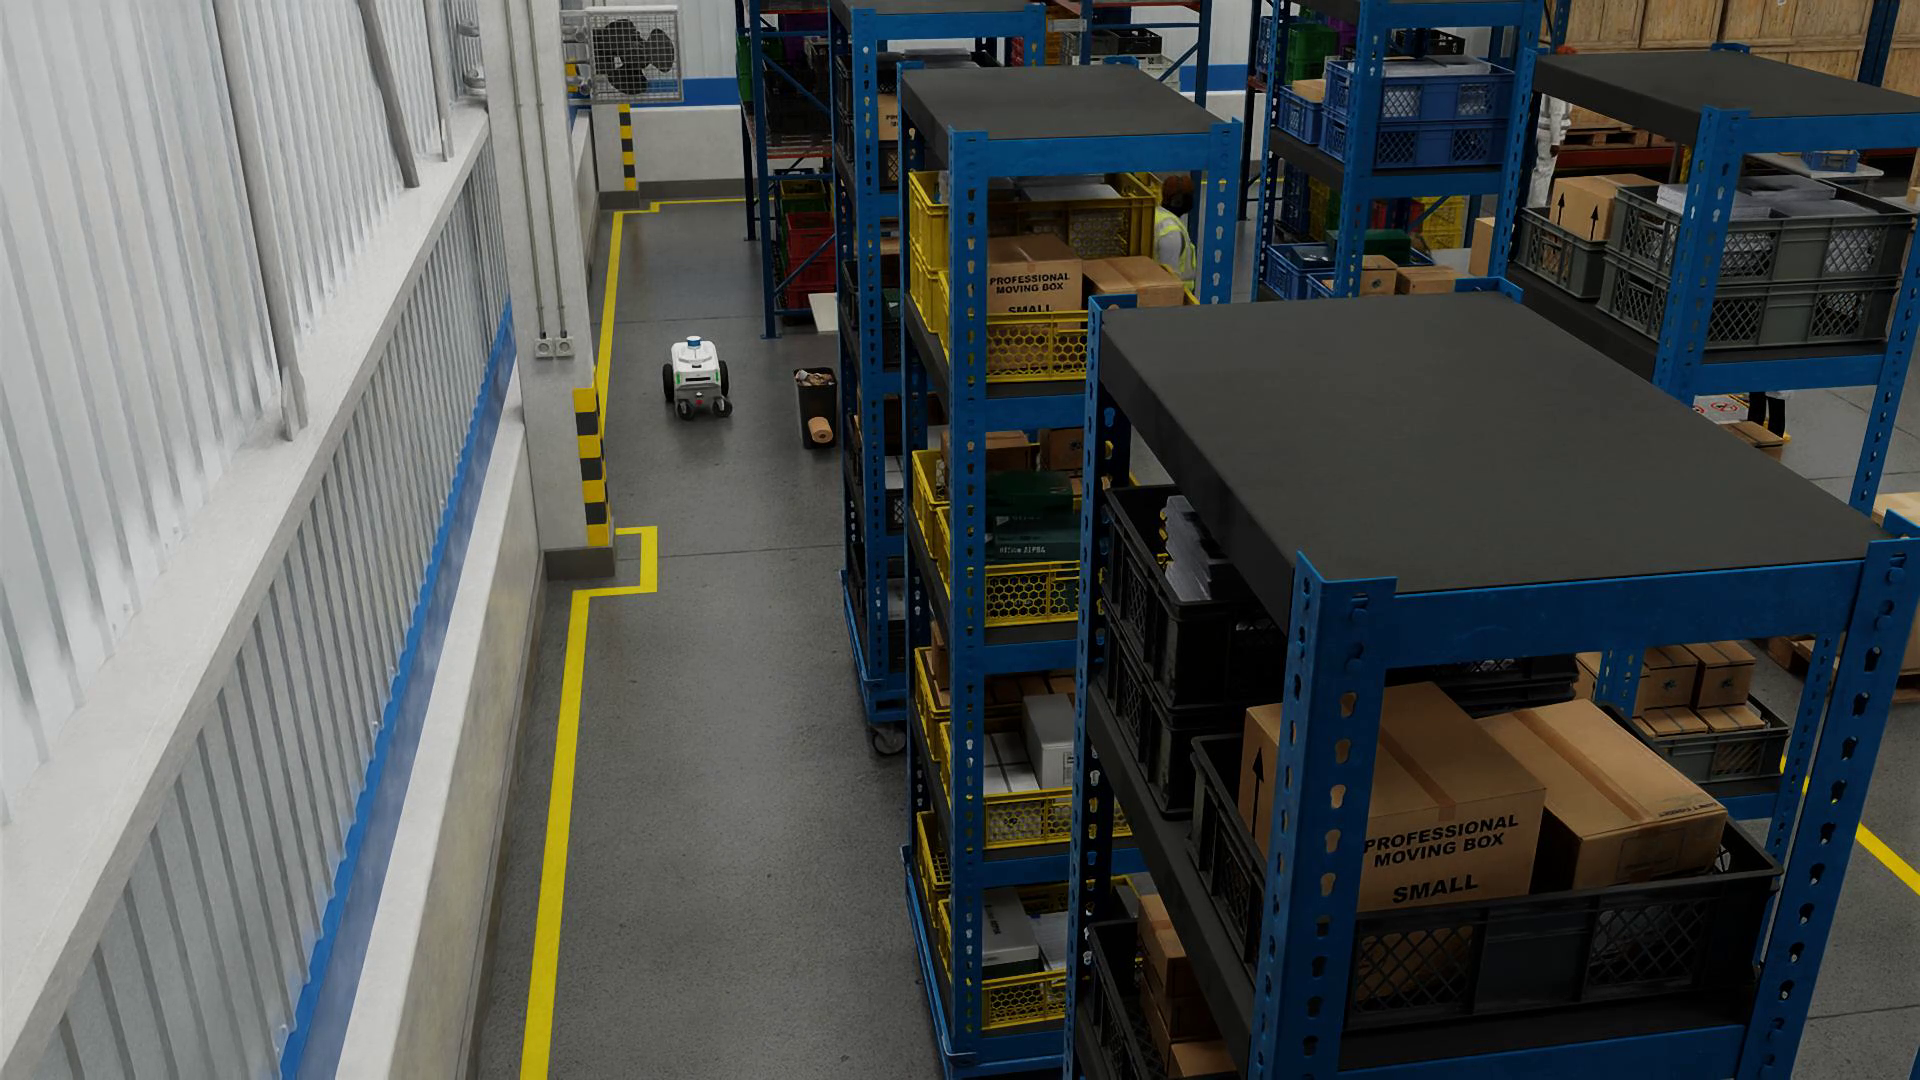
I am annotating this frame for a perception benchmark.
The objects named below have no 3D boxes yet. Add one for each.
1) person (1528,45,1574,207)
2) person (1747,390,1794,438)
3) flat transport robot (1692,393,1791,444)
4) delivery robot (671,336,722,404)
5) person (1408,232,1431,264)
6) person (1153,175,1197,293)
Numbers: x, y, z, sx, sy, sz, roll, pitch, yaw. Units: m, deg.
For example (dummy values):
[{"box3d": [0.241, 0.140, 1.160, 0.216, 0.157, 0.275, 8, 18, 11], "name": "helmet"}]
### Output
[{"box3d": [6.282, -4.275, 17.643, 0.355, 1.884, 0.576, 5, 25, 10], "name": "person"}, {"box3d": [5.531, -1.262, 11.318, 0.321, 1.693, 0.530, -2, 25, -5], "name": "person"}, {"box3d": [5.224, -0.859, 12.132, 1.431, 0.197, 0.652, -4, 25, -8], "name": "flat transport robot"}, {"box3d": [-2.012, -1.308, 12.664, 0.477, 0.478, 0.707, -5, 25, -10], "name": "delivery robot"}, {"box3d": [2.765, -1.003, 10.491, 0.640, 1.927, 0.383, 10, 27, 21], "name": "person"}, {"box3d": [1.516, -1.783, 12.301, 0.432, 1.832, 0.627, -2, 25, -4], "name": "person"}]
